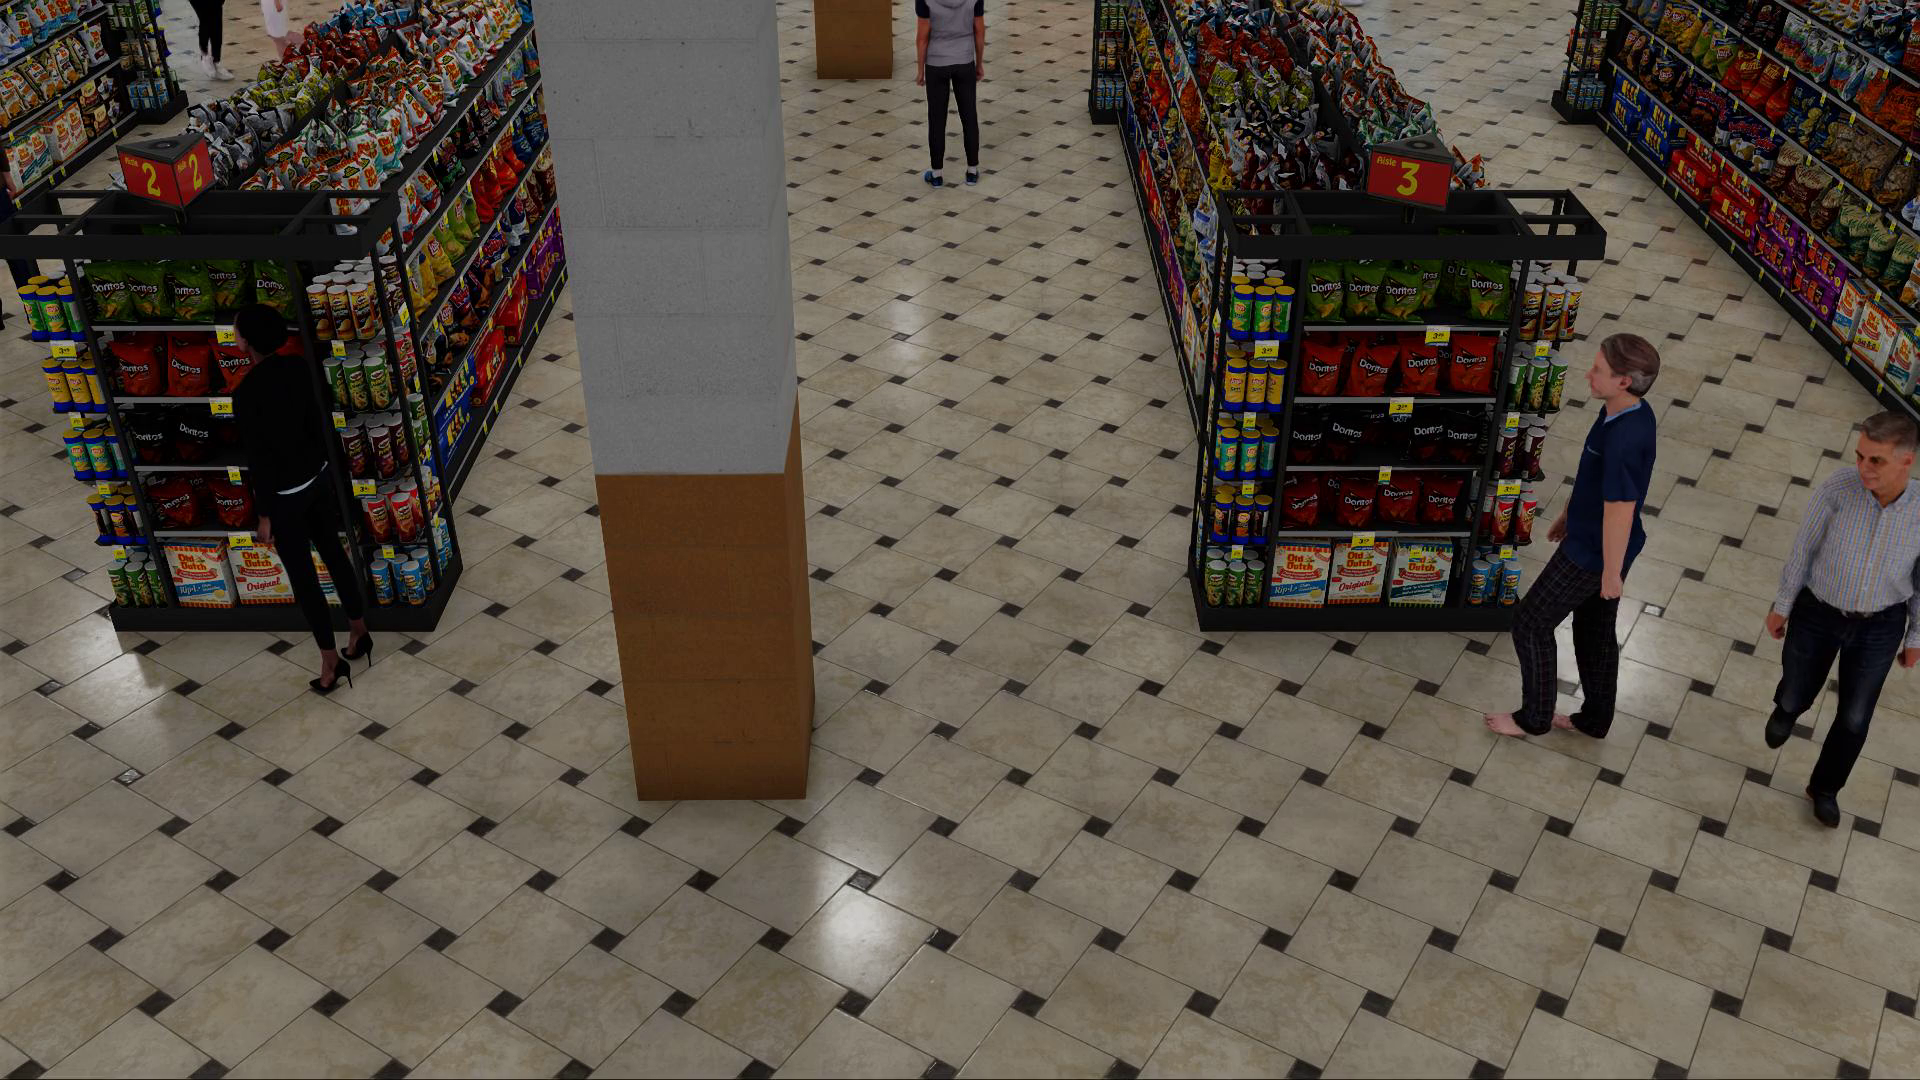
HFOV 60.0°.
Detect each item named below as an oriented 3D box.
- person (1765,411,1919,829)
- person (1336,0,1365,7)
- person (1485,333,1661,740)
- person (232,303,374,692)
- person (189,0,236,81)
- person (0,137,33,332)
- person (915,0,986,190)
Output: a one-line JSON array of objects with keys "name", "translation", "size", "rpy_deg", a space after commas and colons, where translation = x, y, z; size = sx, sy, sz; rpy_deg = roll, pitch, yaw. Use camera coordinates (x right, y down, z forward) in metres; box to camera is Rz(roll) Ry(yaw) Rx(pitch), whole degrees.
[{"name": "person", "translation": [3.451, 0.265, 6.502], "size": [0.893, 1.792, 0.965], "rpy_deg": [12, 34, 19]}, {"name": "person", "translation": [4.128, -6.602, 17.470], "size": [0.756, 1.863, 0.516], "rpy_deg": [1, 32, 2]}, {"name": "person", "translation": [2.697, 0.056, 6.786], "size": [0.881, 1.846, 0.817], "rpy_deg": [15, 35, 23]}, {"name": "person", "translation": [-2.845, -0.166, 7.154], "size": [0.734, 1.834, 0.572], "rpy_deg": [10, 33, 16]}, {"name": "person", "translation": [-6.913, -5.075, 15.093], "size": [0.847, 1.782, 0.765], "rpy_deg": [22, 38, 31]}, {"name": "person", "translation": [-6.220, -2.238, 10.436], "size": [0.730, 1.887, 0.714], "rpy_deg": [-15, 35, -22]}, {"name": "person", "translation": [-0.067, -3.602, 12.681], "size": [0.731, 1.829, 0.630], "rpy_deg": [-6, 32, -9]}]
